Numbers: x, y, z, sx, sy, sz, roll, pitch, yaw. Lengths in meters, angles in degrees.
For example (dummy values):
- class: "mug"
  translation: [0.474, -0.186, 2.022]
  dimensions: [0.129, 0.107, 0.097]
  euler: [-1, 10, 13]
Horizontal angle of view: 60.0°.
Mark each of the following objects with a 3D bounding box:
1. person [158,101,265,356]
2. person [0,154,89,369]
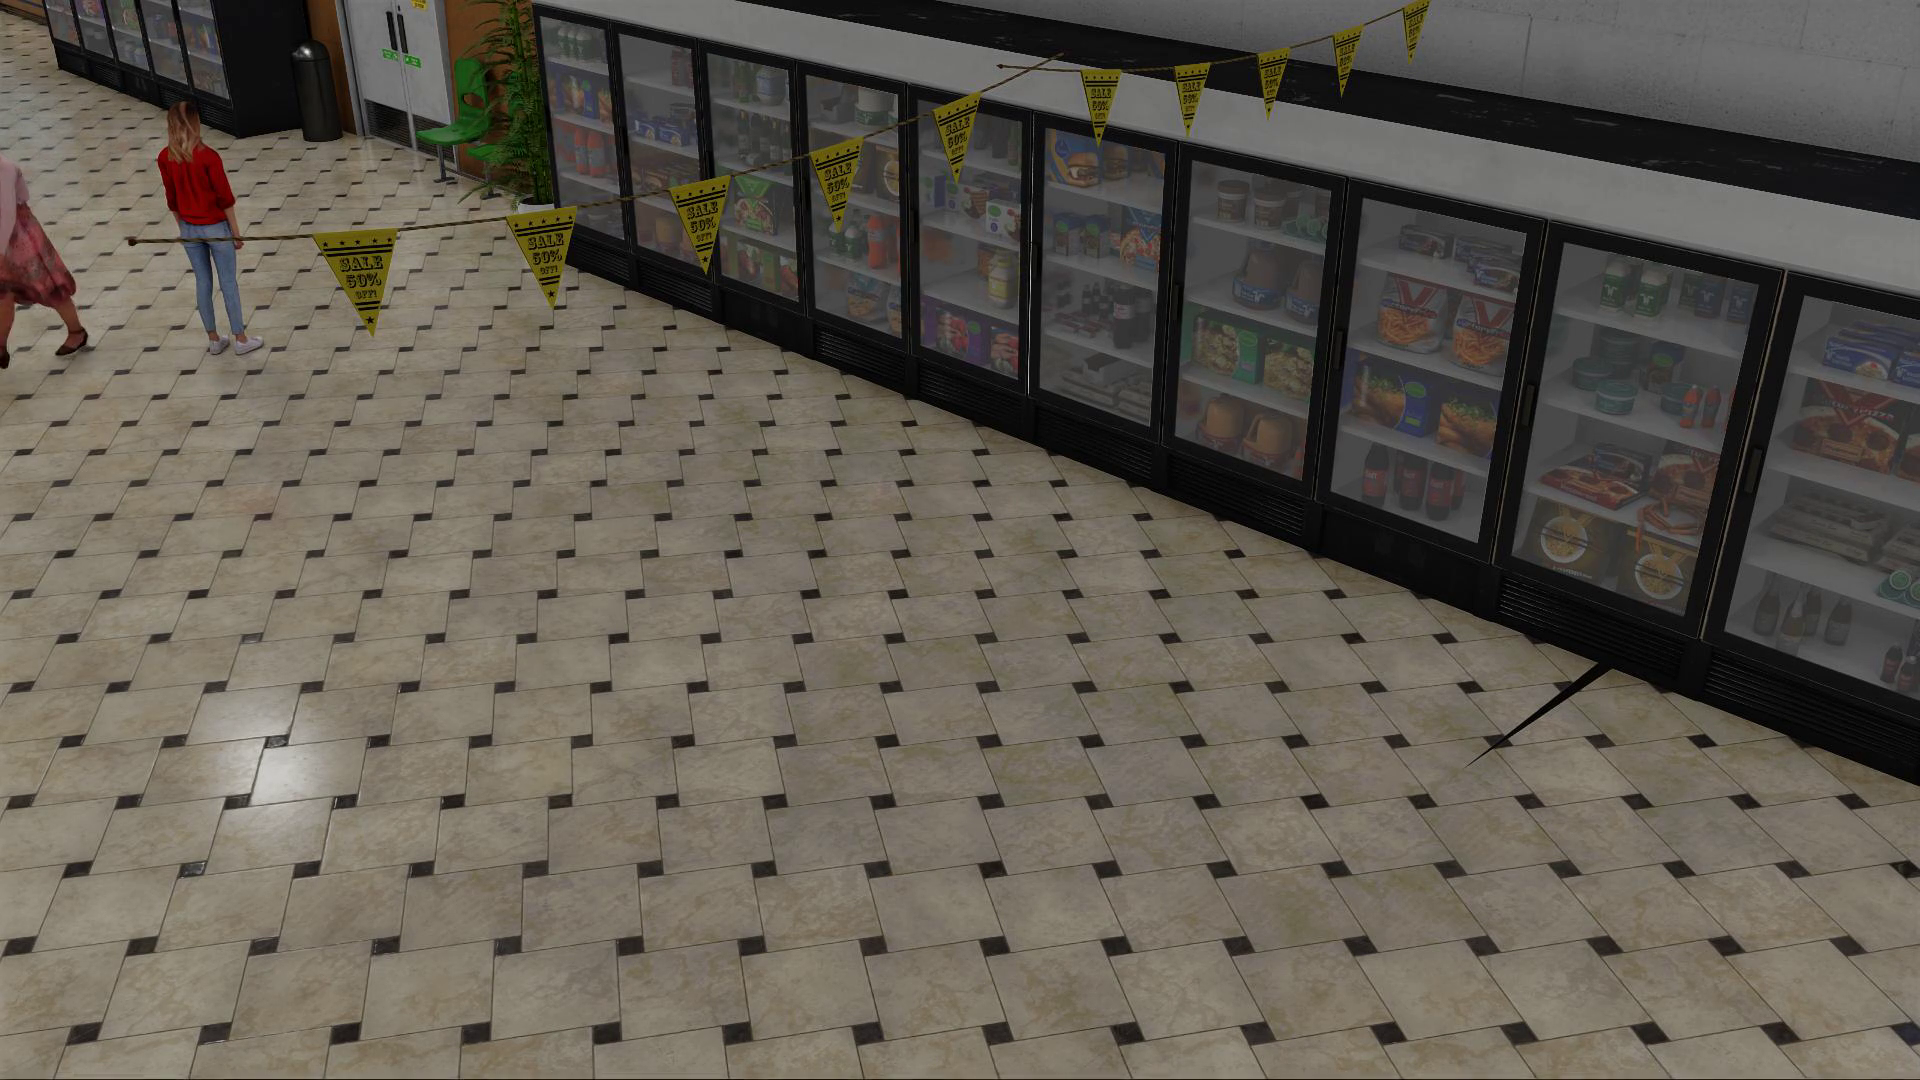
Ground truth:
- class: "person"
  translation: [-5.051, -2.074, 11.141]
  dimensions: [0.682, 1.705, 0.715]
  euler: [3, 27, 6]
- class: "person"
  translation: [-6.124, -1.962, 10.983]
  dimensions: [0.780, 1.649, 1.090]
  euler: [13, 30, 25]
